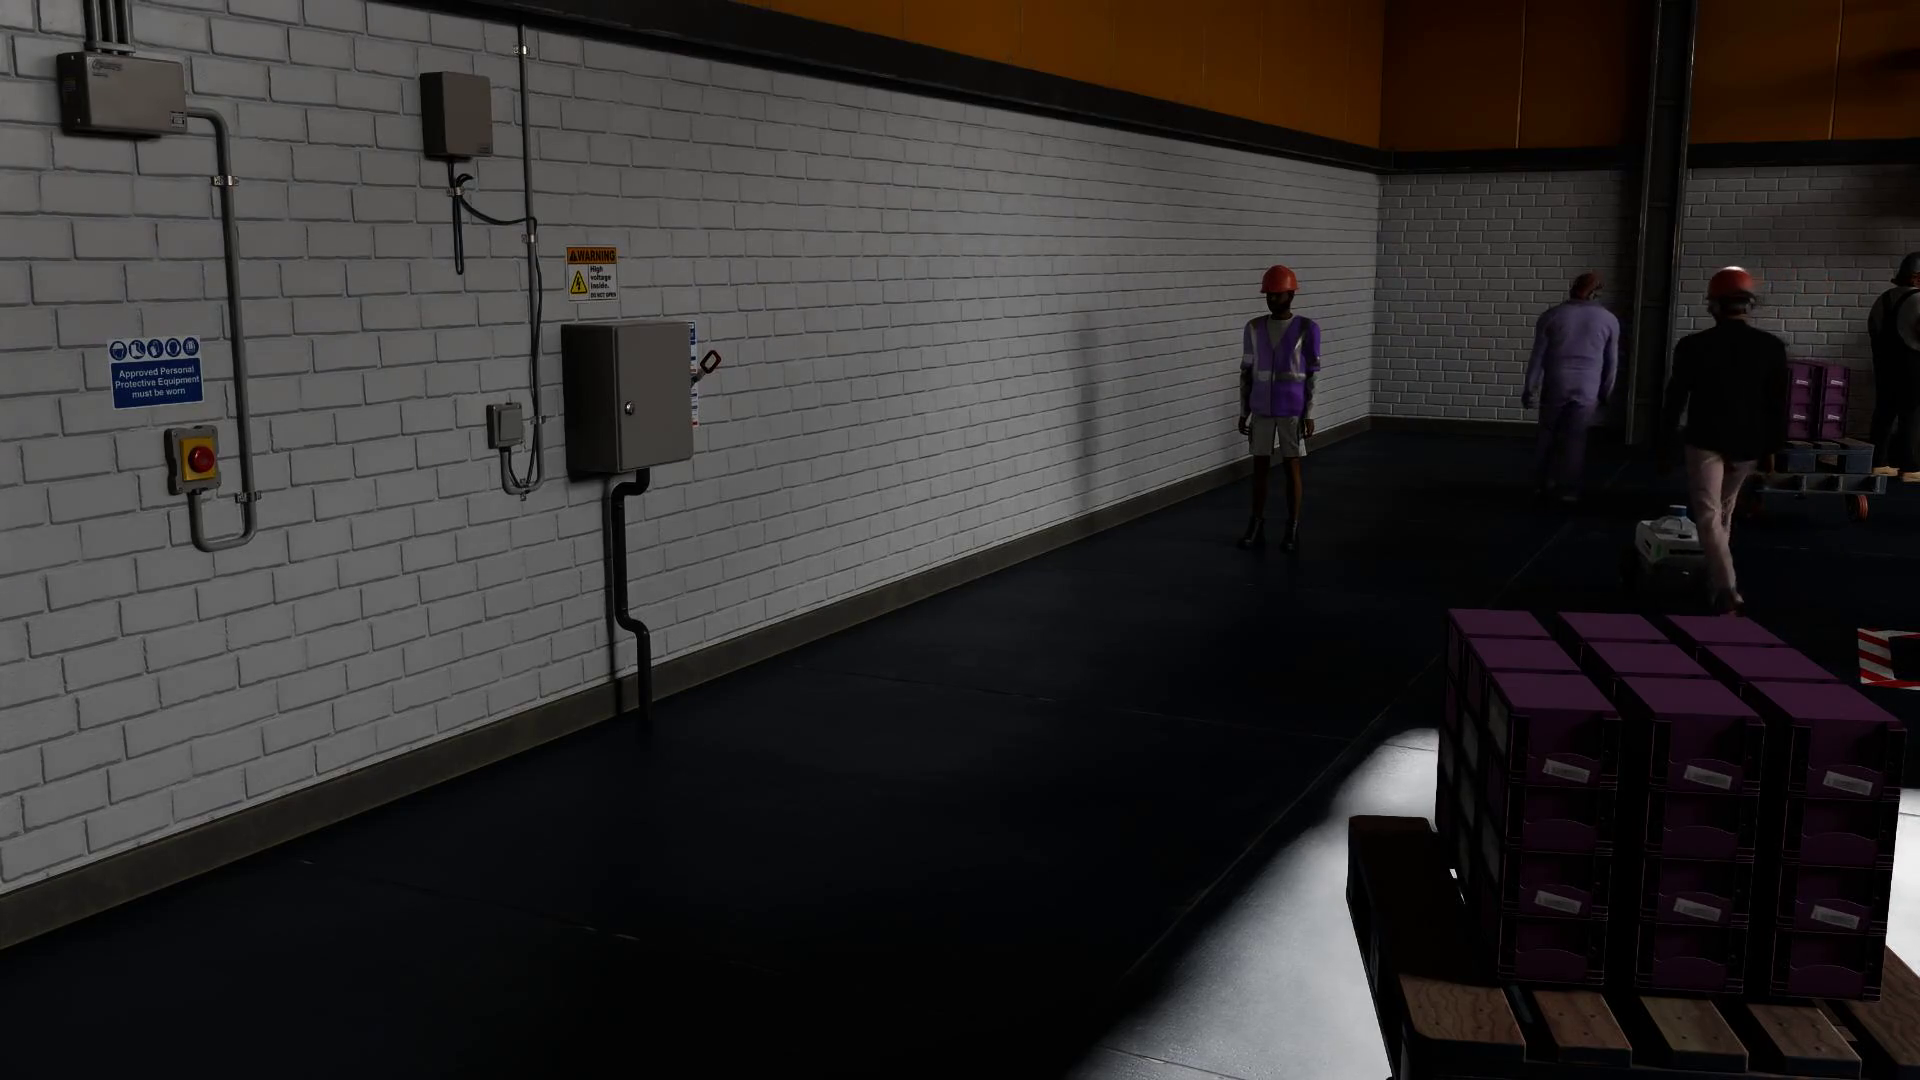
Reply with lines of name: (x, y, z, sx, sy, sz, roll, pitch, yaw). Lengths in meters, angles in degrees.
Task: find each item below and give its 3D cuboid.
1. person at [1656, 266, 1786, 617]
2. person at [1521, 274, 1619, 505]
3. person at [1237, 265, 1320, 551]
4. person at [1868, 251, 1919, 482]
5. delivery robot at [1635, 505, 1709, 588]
person: (4.253, -0.542, 9.276, 0.626, 1.957, 0.987, 0, 10, 3)
person: (4.953, -1.225, 13.530, 0.724, 1.853, 0.822, 3, 10, 17)
person: (2.158, -0.892, 11.339, 0.551, 1.936, 0.357, 5, 11, 28)
person: (8.463, -1.546, 14.825, 0.537, 2.000, 0.683, -3, 10, -14)
delivery robot: (4.156, 0.040, 9.666, 0.477, 0.478, 0.707, 2, 10, 13)
